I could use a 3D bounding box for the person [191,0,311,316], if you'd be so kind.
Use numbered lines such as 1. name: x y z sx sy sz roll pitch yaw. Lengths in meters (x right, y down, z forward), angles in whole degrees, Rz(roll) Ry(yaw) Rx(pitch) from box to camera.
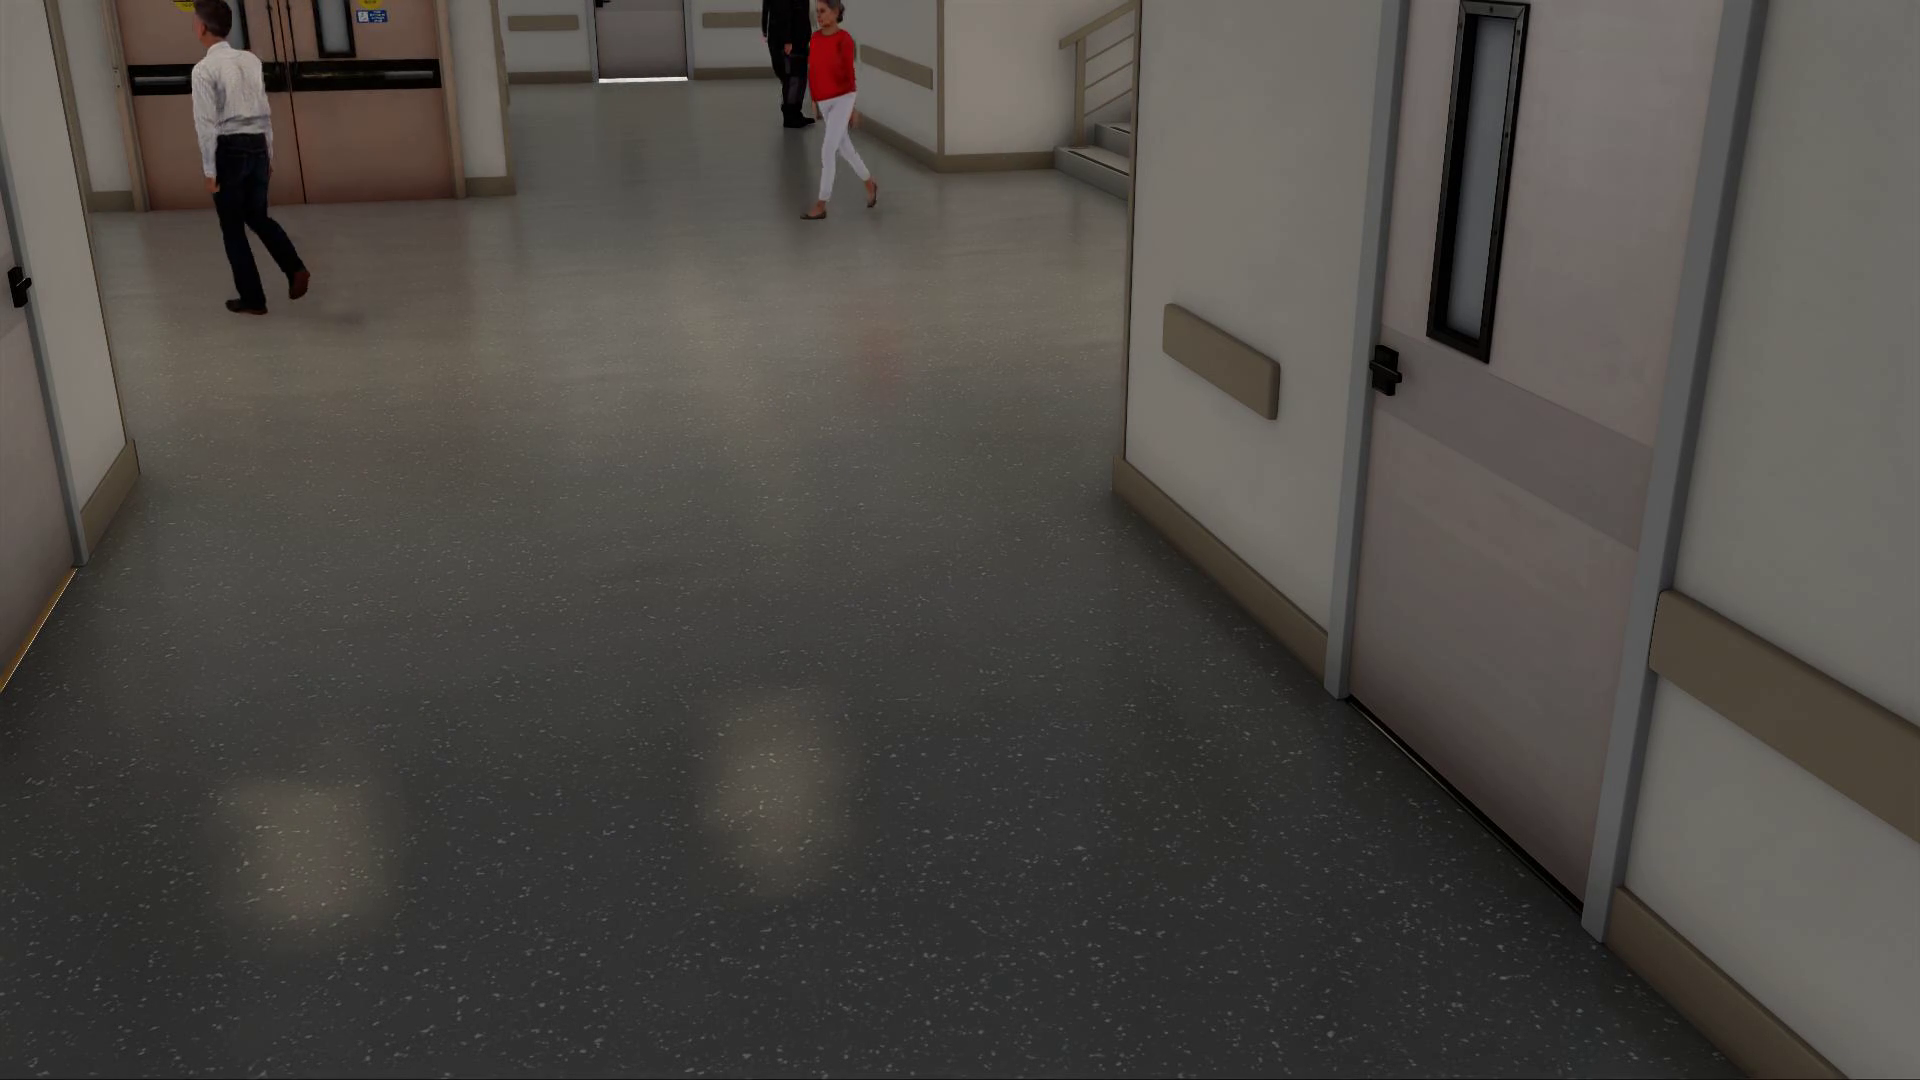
1. person: -4.114 -2.195 9.615 0.991 1.812 0.919 10 23 24

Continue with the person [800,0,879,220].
1. person: -0.886 -3.299 12.765 1.065 1.644 1.199 13 25 31

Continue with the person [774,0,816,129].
1. person: -1.830 -5.531 18.352 0.828 1.862 0.860 5 21 13

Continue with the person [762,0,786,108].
1. person: -2.108 -6.010 19.892 1.025 1.667 0.906 2 21 5
